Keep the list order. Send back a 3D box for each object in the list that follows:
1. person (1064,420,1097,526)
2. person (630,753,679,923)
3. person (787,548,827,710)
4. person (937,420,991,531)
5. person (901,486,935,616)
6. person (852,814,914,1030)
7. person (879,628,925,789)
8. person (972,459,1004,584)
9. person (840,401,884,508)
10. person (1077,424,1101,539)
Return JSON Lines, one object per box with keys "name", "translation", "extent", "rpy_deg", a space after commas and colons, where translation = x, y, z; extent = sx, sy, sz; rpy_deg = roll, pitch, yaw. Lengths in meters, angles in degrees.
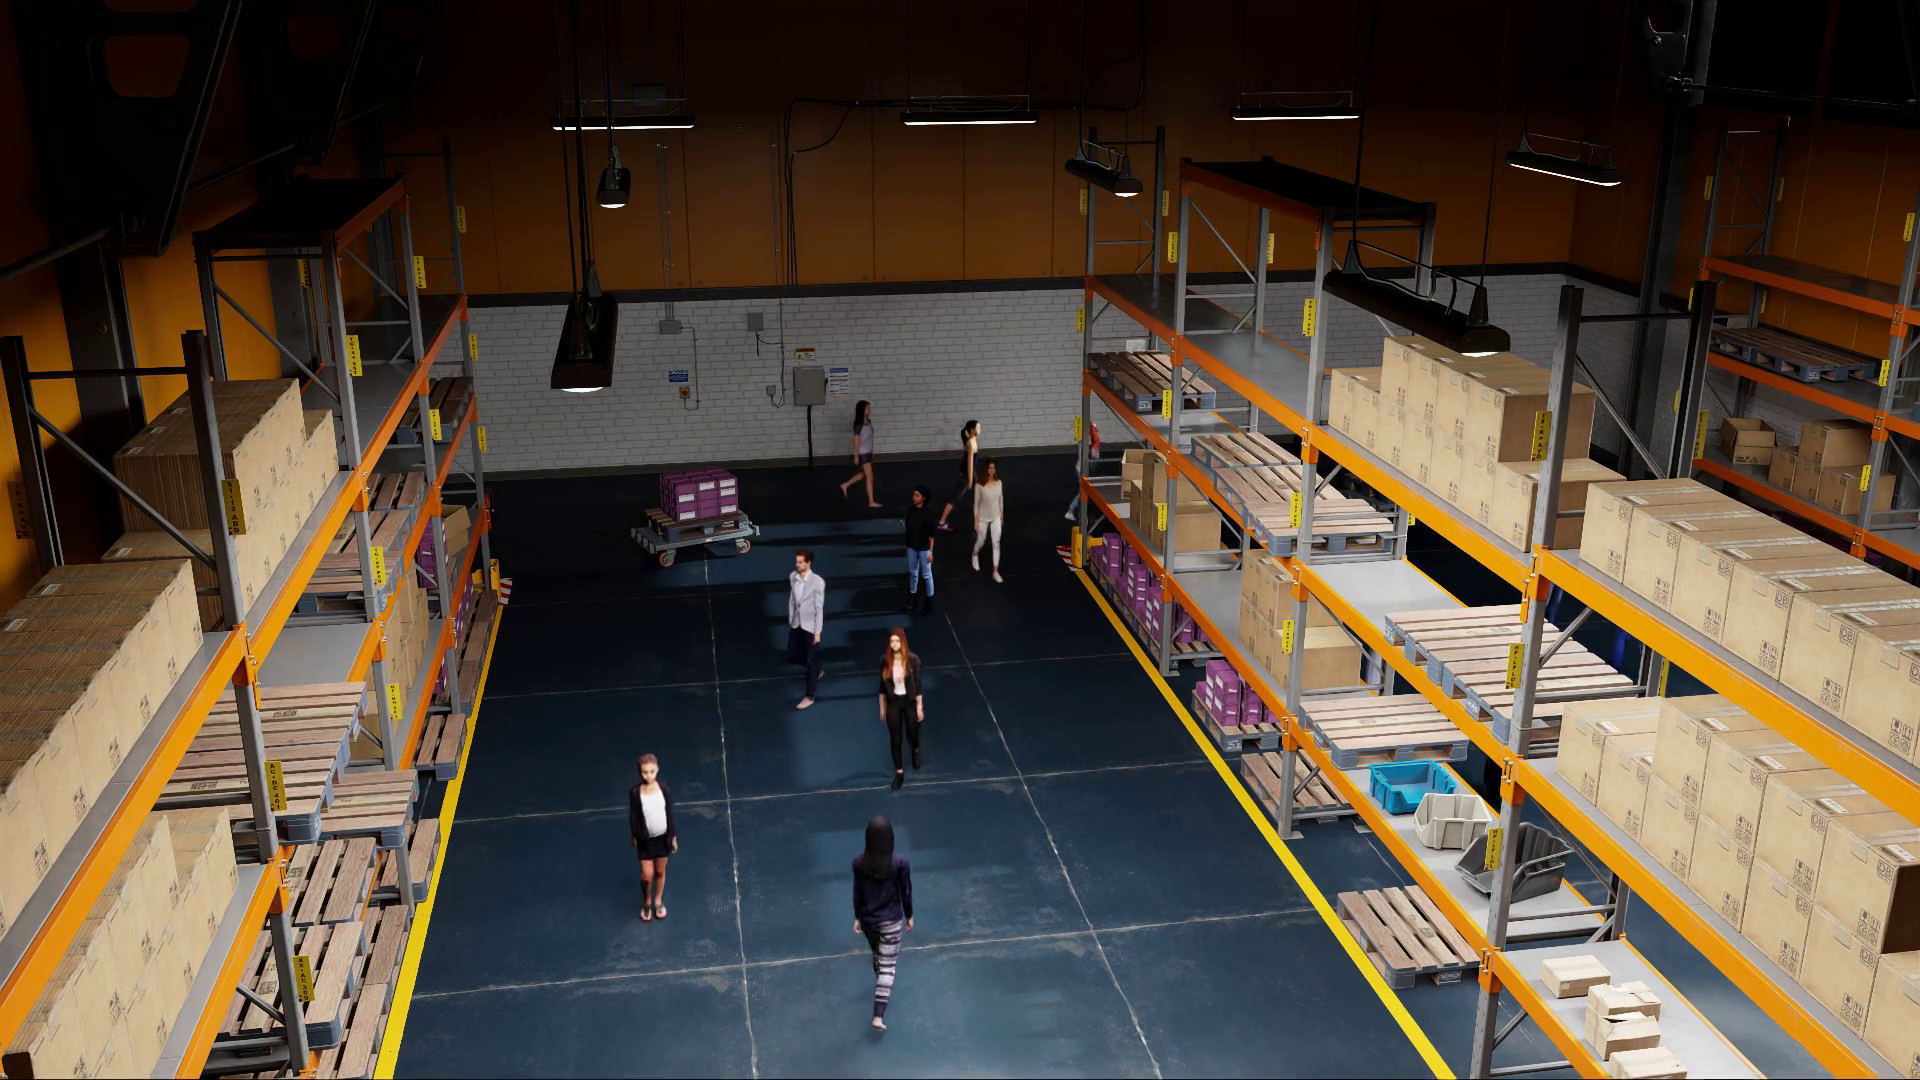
{"name": "person", "translation": [1.782, -0.960, 24.631], "extent": [0.810, 1.694, 0.718], "rpy_deg": [-9, 20, -24]}
{"name": "person", "translation": [-2.674, 2.539, 14.473], "extent": [0.583, 1.545, 0.626], "rpy_deg": [-7, 20, -20]}
{"name": "person", "translation": [-1.673, 0.951, 18.728], "extent": [0.966, 1.840, 1.022], "rpy_deg": [14, 23, 35]}
{"name": "person", "translation": [0.011, -0.911, 24.543], "extent": [0.778, 1.658, 1.171], "rpy_deg": [0, 19, 0]}
{"name": "person", "translation": [-0.513, 0.115, 21.428], "extent": [0.663, 1.701, 0.723], "rpy_deg": [13, 22, 33]}
{"name": "person", "translation": [-0.620, 2.981, 12.919], "extent": [0.850, 1.700, 1.147], "rpy_deg": [3, 19, 9]}
{"name": "person", "translation": [-0.564, 1.652, 16.864], "extent": [0.760, 1.700, 0.876], "rpy_deg": [3, 19, 9]}
{"name": "person", "translation": [0.353, -0.304, 22.698], "extent": [0.725, 1.685, 1.094], "rpy_deg": [-6, 20, -18]}
{"name": "person", "translation": [-1.553, -1.338, 25.766], "extent": [0.949, 1.687, 1.010], "rpy_deg": [7, 20, 19]}
{"name": "person", "translation": [1.964, -0.814, 24.079], "extent": [0.673, 1.770, 0.520], "rpy_deg": [0, 19, 1]}
